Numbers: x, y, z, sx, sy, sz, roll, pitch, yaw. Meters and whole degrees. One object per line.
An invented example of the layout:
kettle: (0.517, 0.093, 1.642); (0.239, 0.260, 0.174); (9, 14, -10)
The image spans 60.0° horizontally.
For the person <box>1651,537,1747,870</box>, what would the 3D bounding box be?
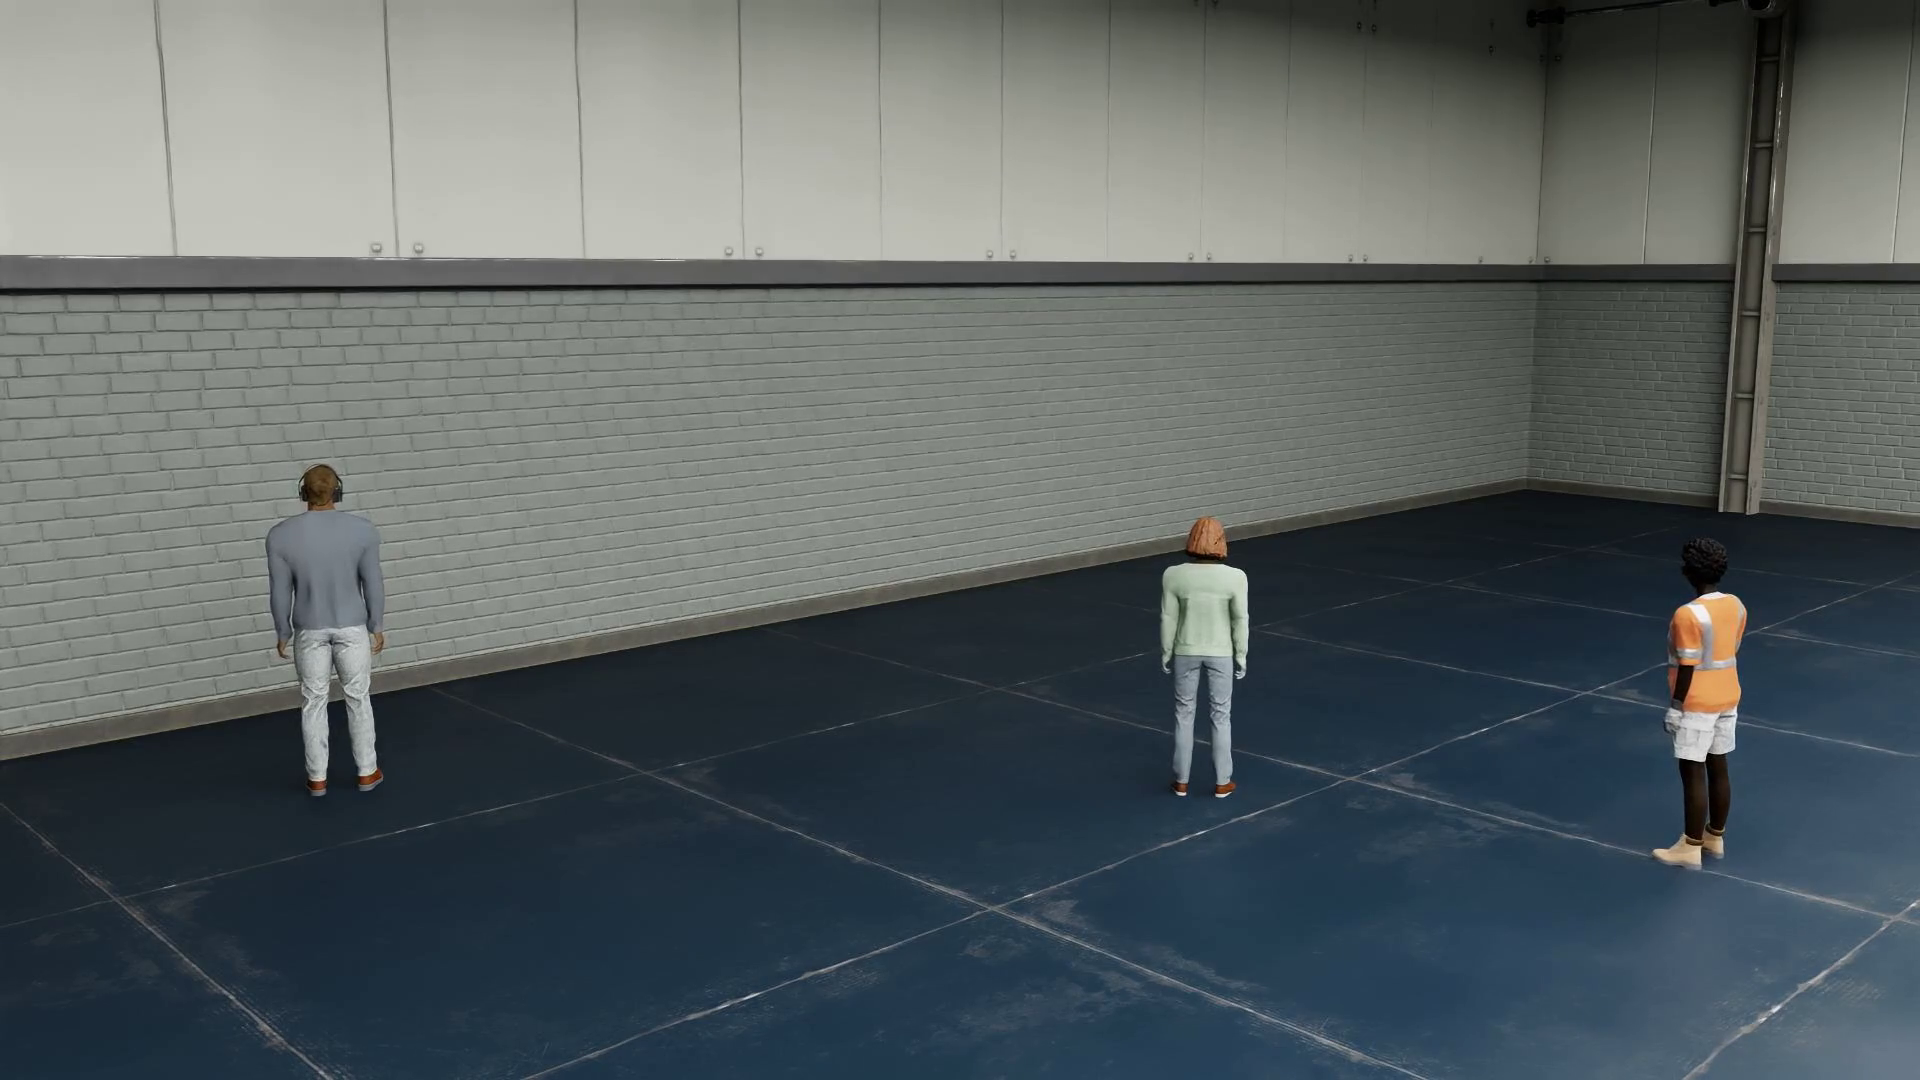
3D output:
person: (3.778, 0.829, 8.484); (0.531, 1.697, 0.322); (-7, 11, -36)

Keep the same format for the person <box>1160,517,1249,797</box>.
person: (1.409, 0.678, 9.621); (0.508, 1.632, 0.271); (2, 9, 12)

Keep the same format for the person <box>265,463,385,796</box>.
person: (-3.658, 0.521, 9.656); (0.628, 1.940, 0.373); (-3, 10, -18)
